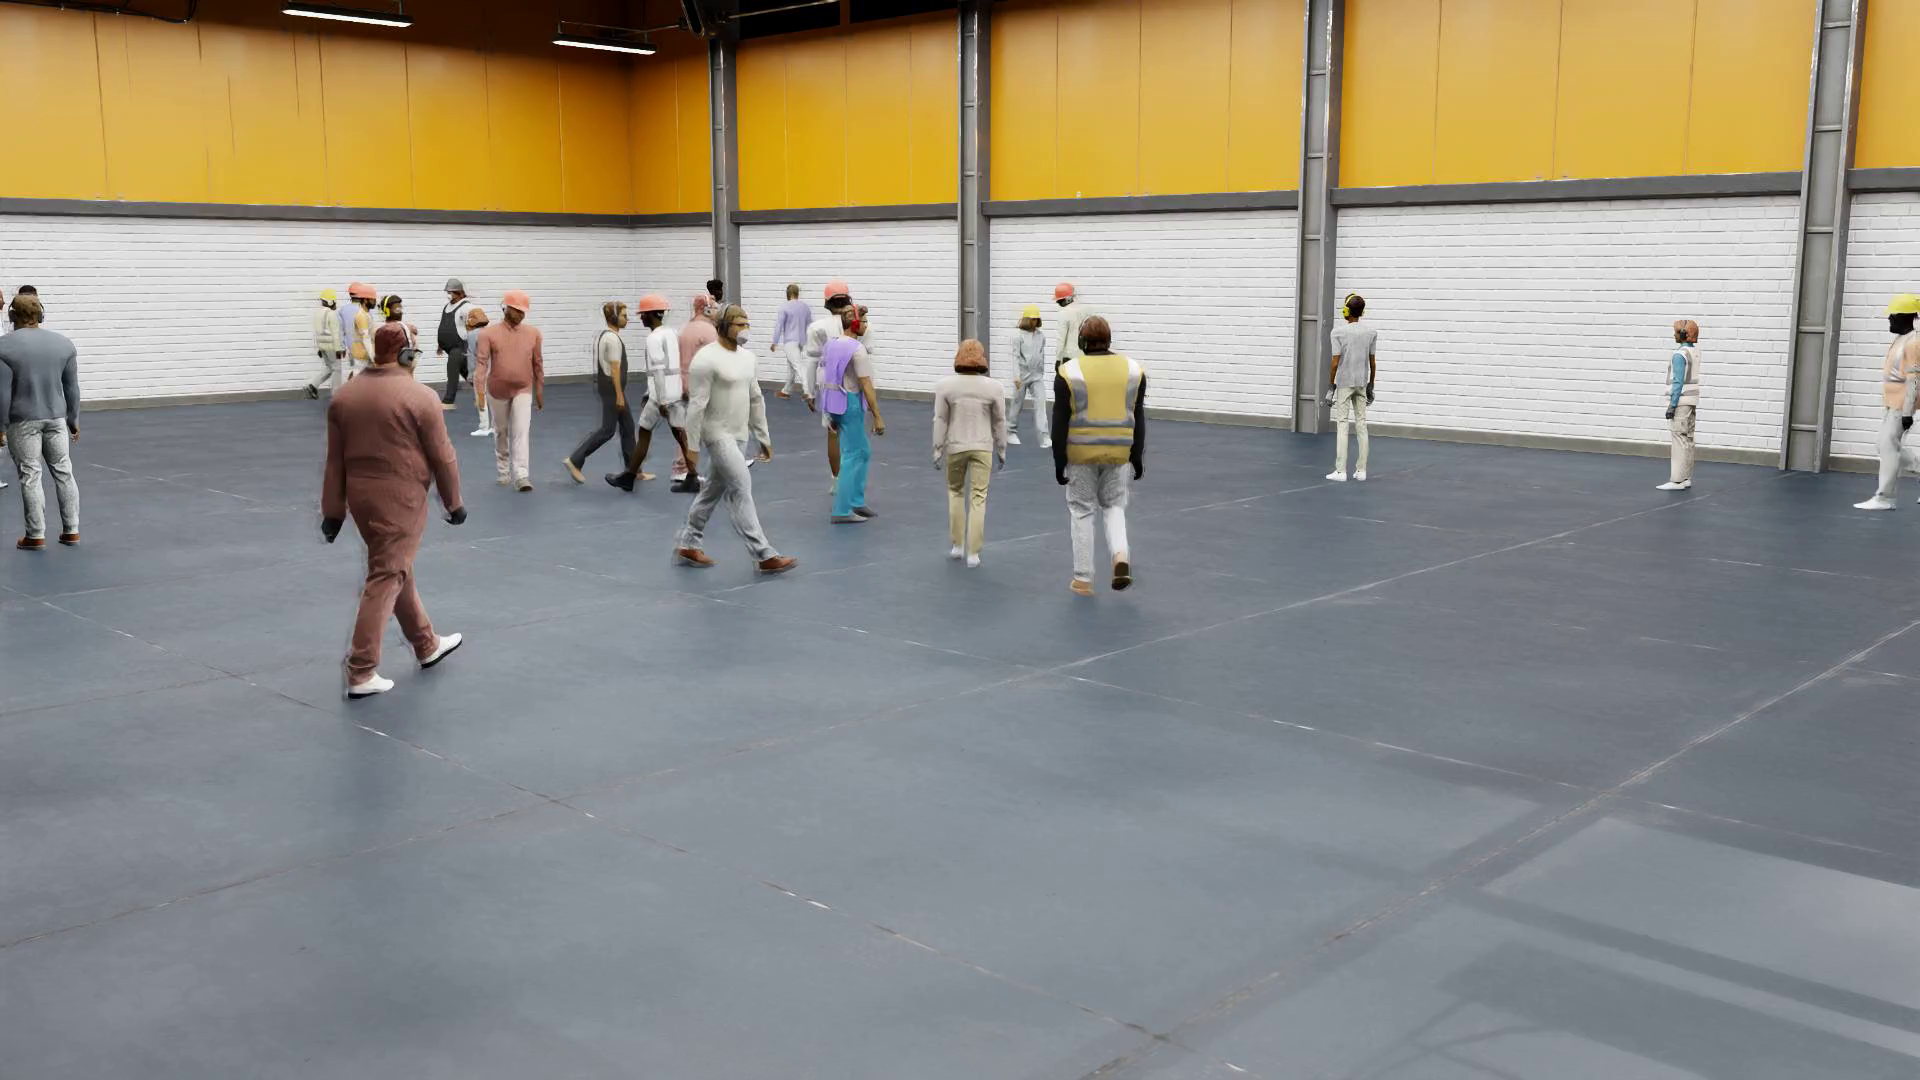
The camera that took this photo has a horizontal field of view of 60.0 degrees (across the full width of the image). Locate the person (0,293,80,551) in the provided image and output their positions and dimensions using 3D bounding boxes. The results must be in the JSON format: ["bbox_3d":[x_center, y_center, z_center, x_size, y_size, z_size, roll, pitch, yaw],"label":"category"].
[{"bbox_3d":[-6.975,-0.890,12.579,0.352,1.937,0.635,7,12,37],"label":"person"}]

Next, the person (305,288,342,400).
[{"bbox_3d":[-9.992,-3.049,26.218,0.599,1.819,0.535,9,13,44],"label":"person"}]

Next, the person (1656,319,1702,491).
[{"bbox_3d":[6.923,-1.290,15.947,0.307,1.641,0.513,8,12,39],"label":"person"}]

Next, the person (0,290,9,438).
[{"bbox_3d":[-12.138,-2.226,20.940,0.584,1.881,0.337,8,12,41],"label":"person"}]

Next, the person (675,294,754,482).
[{"bbox_3d":[-2.467,-1.517,16.665,0.981,1.861,0.648,-5,11,-28],"label":"person"}]

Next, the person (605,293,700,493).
[{"bbox_3d":[-2.886,-1.376,15.727,0.963,1.879,0.541,3,10,16],"label":"person"}]

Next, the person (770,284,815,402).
[{"bbox_3d":[-2.658,-3.170,26.755,1.036,1.892,0.647,7,12,38],"label":"person"}]

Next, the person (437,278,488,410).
[{"bbox_3d":[-7.588,-3.017,25.308,1.009,2.000,0.685,-8,12,-40],"label":"person"}]

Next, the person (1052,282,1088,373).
[{"bbox_3d":[1.544,-2.418,21.940,0.496,1.943,0.762,9,13,43],"label":"person"}]

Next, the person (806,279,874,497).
[{"bbox_3d":[-1.121,-1.412,15.517,0.633,2.023,0.428,-2,9,-10],"label":"person"}]

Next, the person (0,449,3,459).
[{"bbox_3d":[-10.113,-1.529,16.776,0.530,1.857,0.514,-1,9,-4],"label":"person"}]

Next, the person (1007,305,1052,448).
[{"bbox_3d":[0.822,-1.956,19.863,0.504,1.690,0.923,-5,11,-29],"label":"person"}]

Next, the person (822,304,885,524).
[{"bbox_3d":[-0.824,-1.045,13.878,0.620,1.827,0.580,-4,10,-25],"label":"person"}]

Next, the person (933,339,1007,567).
[{"bbox_3d":[0.079,-0.636,11.989,0.526,1.613,0.616,1,9,4],"label":"person"}]

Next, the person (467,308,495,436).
[{"bbox_3d":[-6.089,-2.138,21.198,0.290,1.623,0.494,4,10,21],"label":"person"}]

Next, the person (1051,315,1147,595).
[{"bbox_3d":[0.895,-0.535,10.744,0.643,1.825,0.502,-2,10,-14],"label":"person"}]

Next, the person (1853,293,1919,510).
[{"bbox_3d":[8.265,-1.198,14.540,0.617,1.914,0.600,3,10,19],"label":"person"}]

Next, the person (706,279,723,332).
[{"bbox_3d":[-3.740,-2.994,25.392,0.366,1.967,0.603,-6,11,-30],"label":"person"}]

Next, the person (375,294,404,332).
[{"bbox_3d":[-6.003,-1.649,17.511,0.457,1.857,0.521,2,9,10],"label":"person"}]

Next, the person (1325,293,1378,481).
[{"bbox_3d":[3.911,-1.519,16.647,0.524,1.872,0.325,-2,10,-13],"label":"person"}]

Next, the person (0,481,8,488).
[{"bbox_3d":[-9.691,-1.446,16.148,0.866,1.894,0.581,2,9,11],"label":"person"}]

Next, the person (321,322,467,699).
[{"bbox_3d":[-2.831,-0.174,8.468,0.635,1.847,0.983,5,10,28],"label":"person"}]

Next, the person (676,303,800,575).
[{"bbox_3d":[-1.598,-0.701,11.612,1.043,1.881,0.645,4,10,25],"label":"person"}]

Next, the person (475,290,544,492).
[{"bbox_3d":[-4.338,-1.442,16.042,0.639,1.923,1.079,-3,10,-17],"label":"person"}]

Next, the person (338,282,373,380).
[{"bbox_3d":[-9.203,-2.976,25.420,0.556,1.921,0.469,2,10,14],"label":"person"}]

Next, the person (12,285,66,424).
[{"bbox_3d":[-12.257,-2.436,22.179,0.788,1.893,0.621,-3,10,-16],"label":"person"}]

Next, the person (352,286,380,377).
[{"bbox_3d":[-8.007,-2.507,22.649,0.978,1.882,0.572,-2,9,-11],"label":"person"}]

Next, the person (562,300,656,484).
[{"bbox_3d":[-3.493,-1.448,16.393,0.856,1.824,0.518,-2,9,-12],"label":"person"}]
